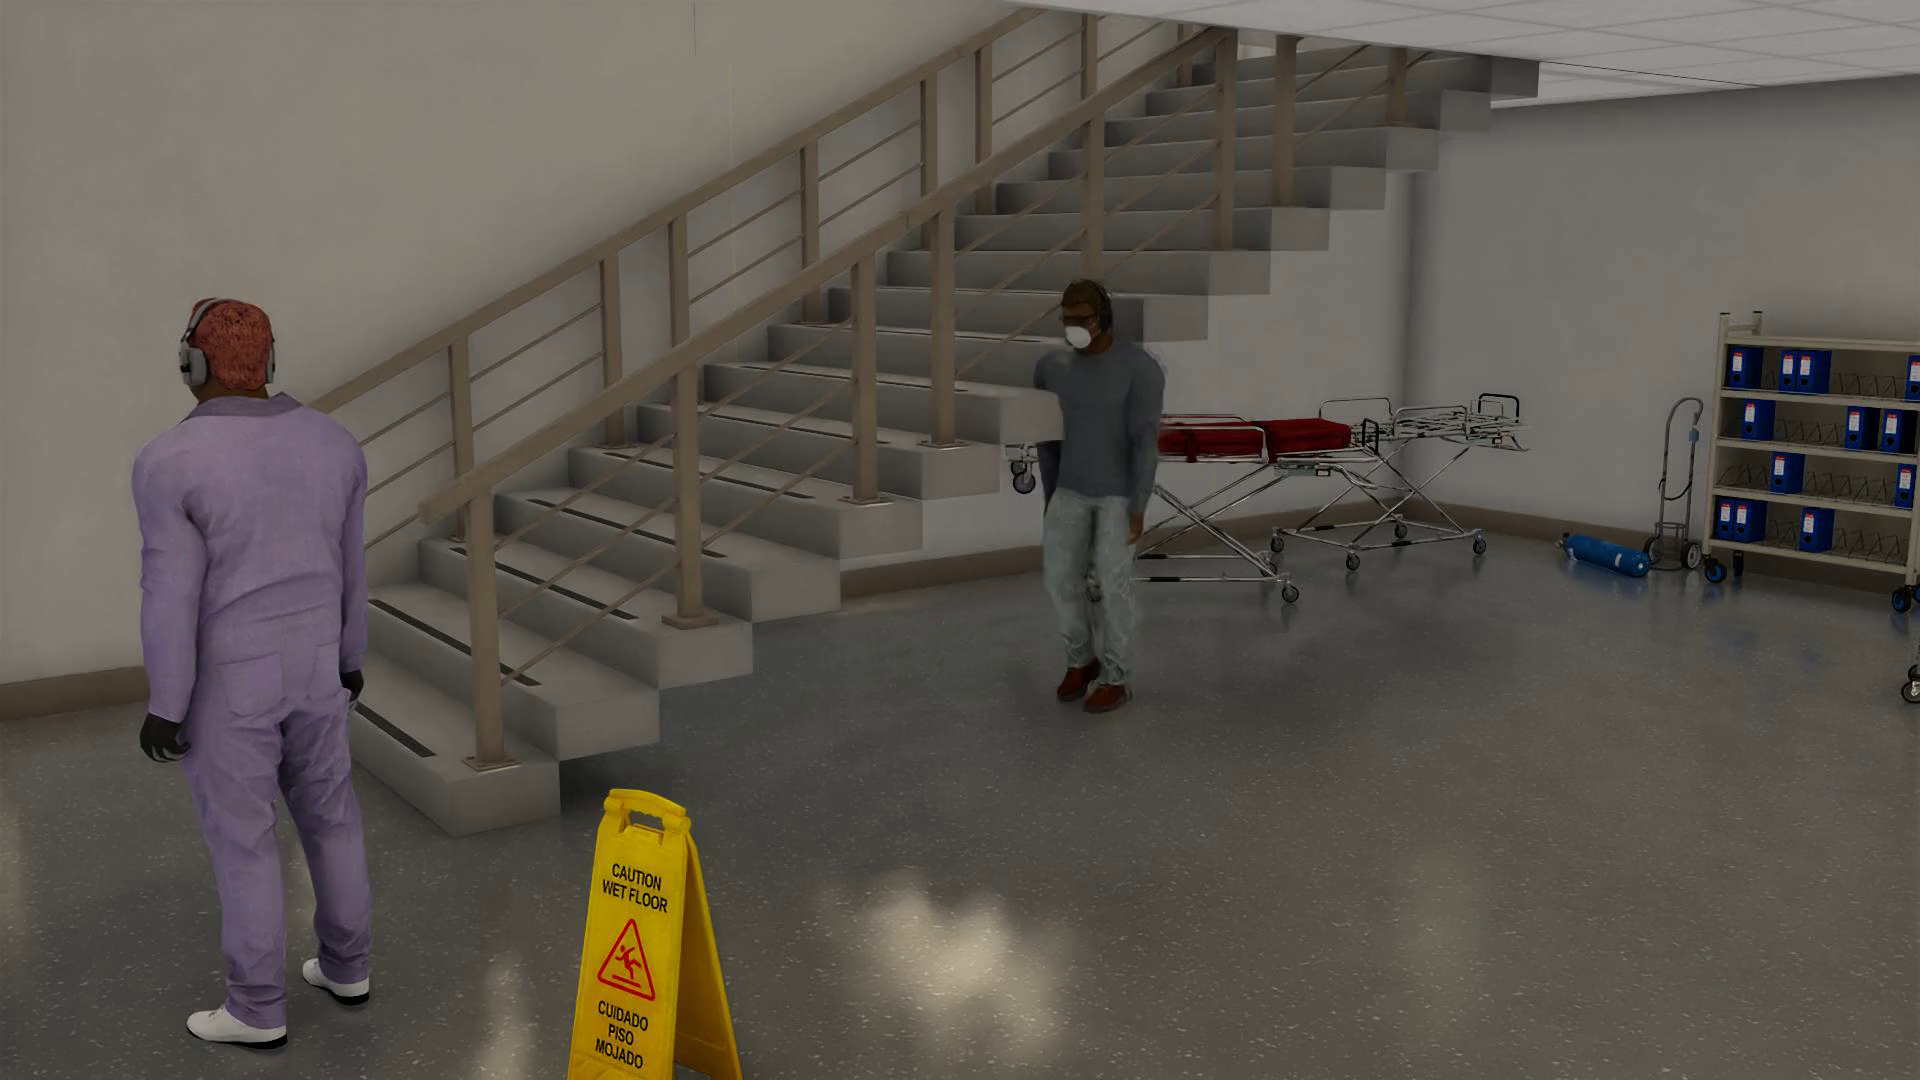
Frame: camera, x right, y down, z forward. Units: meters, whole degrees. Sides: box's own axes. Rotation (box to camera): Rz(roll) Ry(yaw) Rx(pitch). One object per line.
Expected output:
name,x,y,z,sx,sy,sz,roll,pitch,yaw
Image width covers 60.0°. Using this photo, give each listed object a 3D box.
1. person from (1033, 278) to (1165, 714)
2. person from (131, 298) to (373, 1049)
person,0.593,-0.176,7.251,0.634,1.910,0.476,6,11,29
person,-1.820,0.339,4.279,0.401,1.906,0.650,6,11,29
